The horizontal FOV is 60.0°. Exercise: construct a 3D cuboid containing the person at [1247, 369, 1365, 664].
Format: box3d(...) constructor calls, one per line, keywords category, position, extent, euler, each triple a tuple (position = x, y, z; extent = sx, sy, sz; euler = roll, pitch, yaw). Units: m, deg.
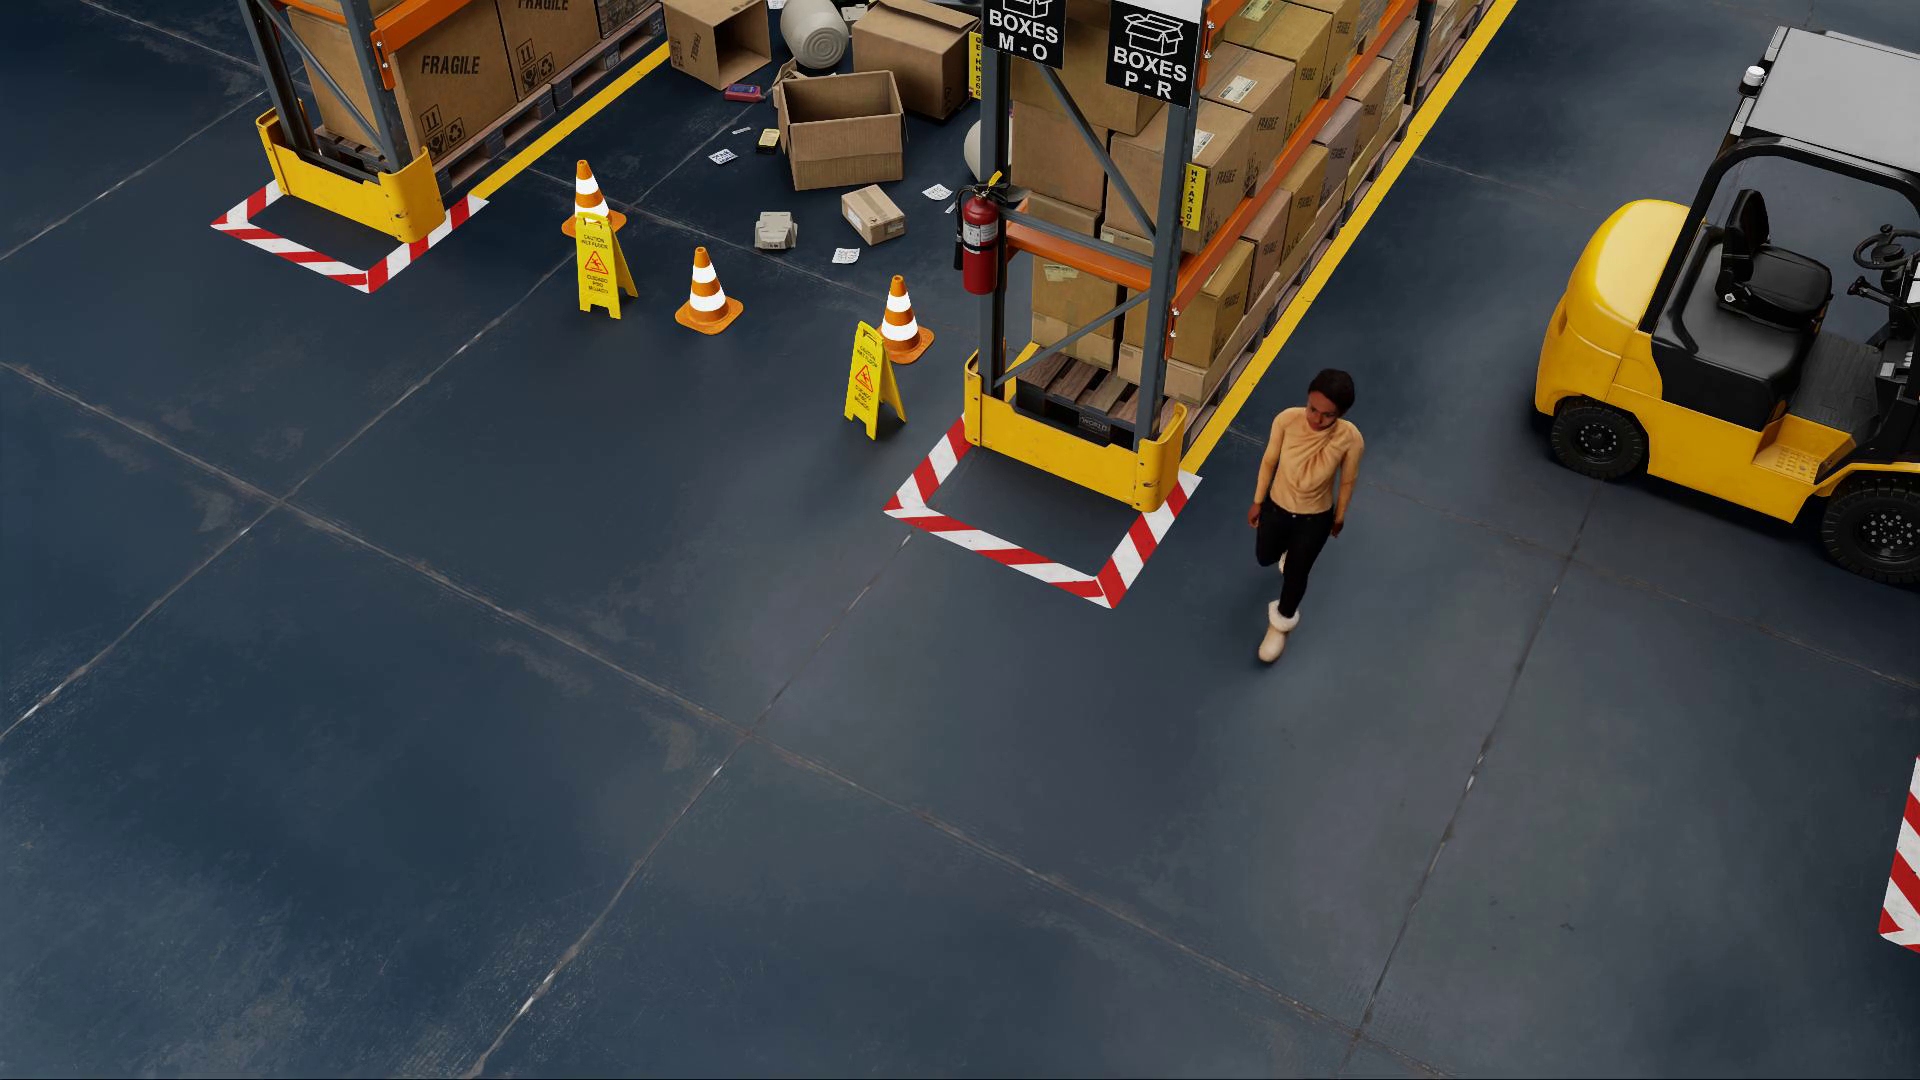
box3d(category="person", position=(1.578, -0.191, 7.629), extent=(0.598, 1.642, 0.896), euler=(21, 51, 18))
